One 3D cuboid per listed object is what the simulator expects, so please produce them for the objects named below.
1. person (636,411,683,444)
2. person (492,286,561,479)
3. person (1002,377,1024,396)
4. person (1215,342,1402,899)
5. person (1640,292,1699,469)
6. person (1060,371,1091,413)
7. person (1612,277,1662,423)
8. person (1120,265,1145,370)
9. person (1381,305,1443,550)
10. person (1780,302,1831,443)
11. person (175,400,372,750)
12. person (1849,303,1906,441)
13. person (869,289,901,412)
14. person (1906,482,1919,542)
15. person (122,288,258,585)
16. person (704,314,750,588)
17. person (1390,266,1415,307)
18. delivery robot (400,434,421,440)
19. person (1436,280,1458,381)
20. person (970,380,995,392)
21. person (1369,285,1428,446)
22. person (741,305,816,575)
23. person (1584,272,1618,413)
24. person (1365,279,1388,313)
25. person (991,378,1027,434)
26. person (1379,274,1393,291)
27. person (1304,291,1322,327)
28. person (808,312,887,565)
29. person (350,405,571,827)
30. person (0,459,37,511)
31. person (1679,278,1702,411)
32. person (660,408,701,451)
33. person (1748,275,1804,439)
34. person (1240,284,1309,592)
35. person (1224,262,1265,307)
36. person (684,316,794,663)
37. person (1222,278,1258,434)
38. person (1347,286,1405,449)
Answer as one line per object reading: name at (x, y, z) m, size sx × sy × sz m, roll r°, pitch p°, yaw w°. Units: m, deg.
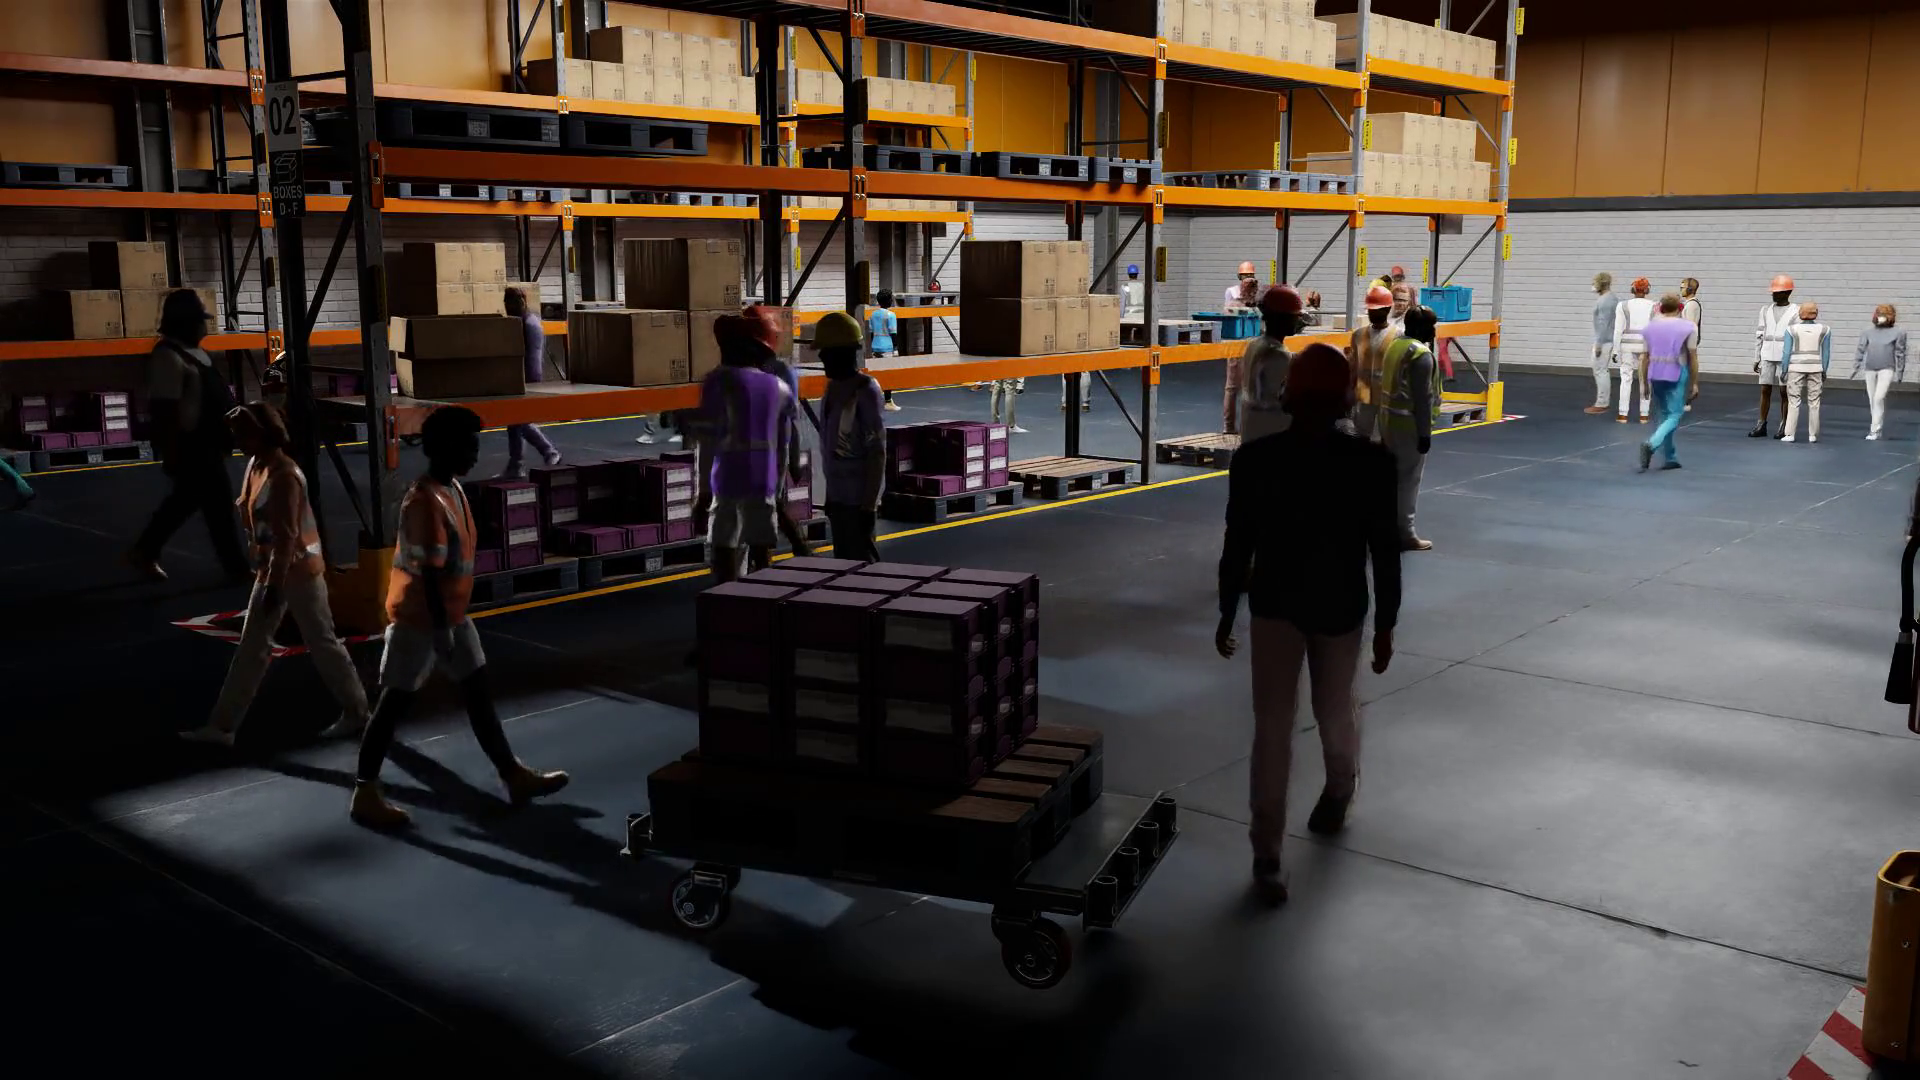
person at (-3.466, -1.949, 19.165) m, size 0.516 × 1.694 × 0.721 m, roll 7°, pitch 12°, yaw 34°
person at (-4.273, -1.517, 16.164) m, size 0.571 × 1.899 × 0.653 m, roll -6°, pitch 12°, yaw -30°
person at (0.782, -3.127, 25.538) m, size 0.592 × 1.826 × 0.404 m, roll 9°, pitch 14°, yaw 43°
person at (1.271, 0.239, 6.065) m, size 0.665 × 1.943 × 1.004 m, roll 3°, pitch 10°, yaw 17°
person at (7.133, -1.594, 16.819) m, size 0.732 × 1.817 × 0.603 m, roll -7°, pitch 12°, yaw -36°
person at (1.576, -2.708, 22.817) m, size 0.627 × 1.941 × 0.371 m, roll -1°, pitch 10°, yaw -4°
person at (8.743, -2.448, 21.492) m, size 0.583 × 1.882 × 0.338 m, roll 2°, pitch 10°, yaw 13°
person at (3.221, -4.123, 30.870) m, size 0.602 × 1.940 × 0.402 m, roll -3°, pitch 10°, yaw -18°
person at (3.389, -0.841, 12.505) m, size 0.431 × 1.835 × 0.625 m, roll -2°, pitch 10°, yaw -8°
person at (9.794, -1.938, 19.287) m, size 0.513 × 1.639 × 0.313 m, roll 3°, pitch 10°, yaw 14°
person at (-3.067, 0.165, 7.433) m, size 0.859 × 1.584 × 0.564 m, roll -8°, pitch 13°, yaw -39°
person at (10.711, -1.953, 19.457) m, size 0.714 × 1.607 × 0.510 m, roll -7°, pitch 12°, yaw -33°
person at (-1.040, -2.626, 23.037) m, size 0.315 × 1.696 × 0.540 m, roll -9°, pitch 13°, yaw -42°
person at (7.720, -0.931, 12.765) m, size 0.914 × 1.919 × 0.632 m, roll -5°, pitch 11°, yaw -27°
person at (-5.175, -0.702, 11.103) m, size 0.942 × 2.000 × 0.683 m, roll -3°, pitch 10°, yaw -14°
person at (-1.282, -0.340, 9.489) m, size 0.347 × 1.882 × 0.584 m, roll -4°, pitch 11°, yaw -21°
person at (7.622, -3.786, 28.985) m, size 0.622 × 1.943 × 1.046 m, roll 2°, pitch 10°, yaw 9°
delivery robot at (-6.228, -1.325, 18.614) m, size 0.477 × 0.478 × 0.707 m, roll 9°, pitch 13°, yaw 41°
person at (8.220, -3.571, 28.361) m, size 0.525 × 1.717 × 0.902 m, roll -4°, pitch 11°, yaw -21°
person at (0.413, -3.292, 26.140) m, size 0.634 × 1.939 × 0.367 m, roll 4°, pitch 11°, yaw 24°
person at (4.533, -1.706, 17.291) m, size 0.688 × 1.878 × 0.454 m, roll 5°, pitch 11°, yaw 28°
person at (-1.266, -0.599, 10.963) m, size 0.540 × 1.900 × 0.996 m, roll 9°, pitch 13°, yaw 41°
person at (8.786, -2.686, 22.739) m, size 0.405 × 1.923 × 0.642 m, roll 5°, pitch 11°, yaw 25°
person at (5.774, -2.703, 23.095) m, size 0.403 × 1.828 × 0.598 m, roll -4°, pitch 11°, yaw -20°
person at (0.563, -2.226, 20.262) m, size 0.329 × 1.874 × 0.518 m, roll -10°, pitch 14°, yaw -43°
person at (6.258, -2.994, 24.661) m, size 0.512 × 1.865 × 0.329 m, roll 0°, pitch 10°, yaw 0°
person at (5.045, -2.748, 23.880) m, size 0.307 × 1.645 × 0.519 m, roll 4°, pitch 11°, yaw 23°
person at (-0.597, -0.252, 8.891) m, size 0.392 × 1.919 × 0.589 m, roll -5°, pitch 11°, yaw -27°
person at (-2.008, 0.296, 6.526) m, size 0.879 × 1.633 × 0.601 m, roll -1°, pitch 10°, yaw -3°
person at (-8.289, -1.046, 13.982) m, size 0.533 × 1.725 × 0.909 m, roll 8°, pitch 13°, yaw 39°
person at (10.083, -2.709, 23.090) m, size 0.341 × 1.845 × 0.511 m, roll 5°, pitch 11°, yaw 27°
person at (-2.302, -1.151, 14.392) m, size 0.611 × 1.792 × 0.926 m, roll 7°, pitch 12°, yaw 34°
person at (9.682, -2.159, 19.699) m, size 0.355 × 1.934 × 0.553 m, roll -9°, pitch 13°, yaw -40°
person at (2.126, -0.651, 10.862) m, size 0.749 × 2.018 × 0.647 m, roll -1°, pitch 10°, yaw -6°
person at (4.304, -3.175, 25.166) m, size 0.613 × 2.048 × 0.362 m, roll 0°, pitch 10°, yaw -2°
person at (-1.258, -0.273, 9.156) m, size 0.749 × 1.889 × 0.364 m, roll -8°, pitch 13°, yaw -38°
person at (3.446, -2.197, 20.028) m, size 0.404 × 1.900 × 0.637 m, roll -8°, pitch 13°, yaw -39°
person at (3.572, -1.207, 14.281) m, size 0.551 × 1.933 × 0.376 m, roll 7°, pitch 12°, yaw 34°
